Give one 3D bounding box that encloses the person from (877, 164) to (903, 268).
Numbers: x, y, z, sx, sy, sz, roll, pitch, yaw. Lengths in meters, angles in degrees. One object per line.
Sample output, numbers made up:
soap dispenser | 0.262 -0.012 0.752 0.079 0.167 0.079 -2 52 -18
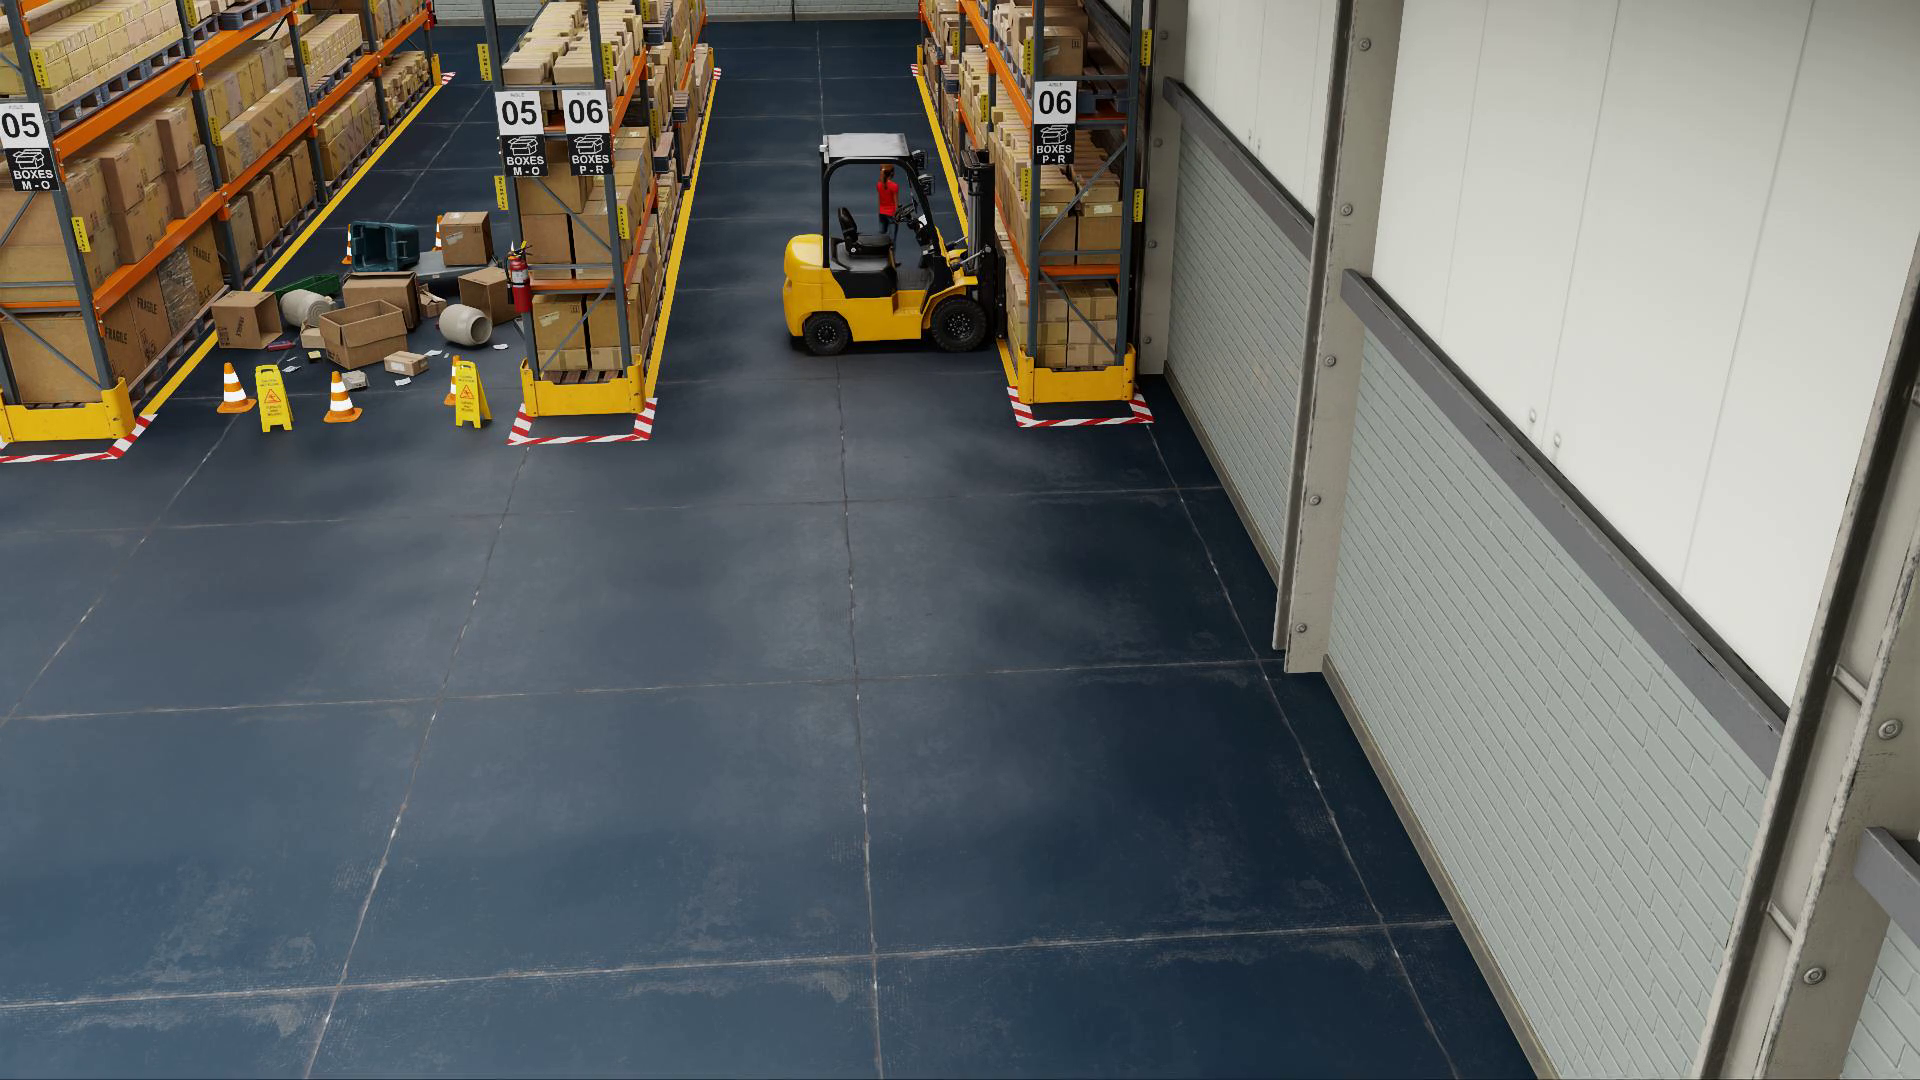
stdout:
person | -0.890 -4.022 20.571 0.554 1.308 0.609 18 32 31
